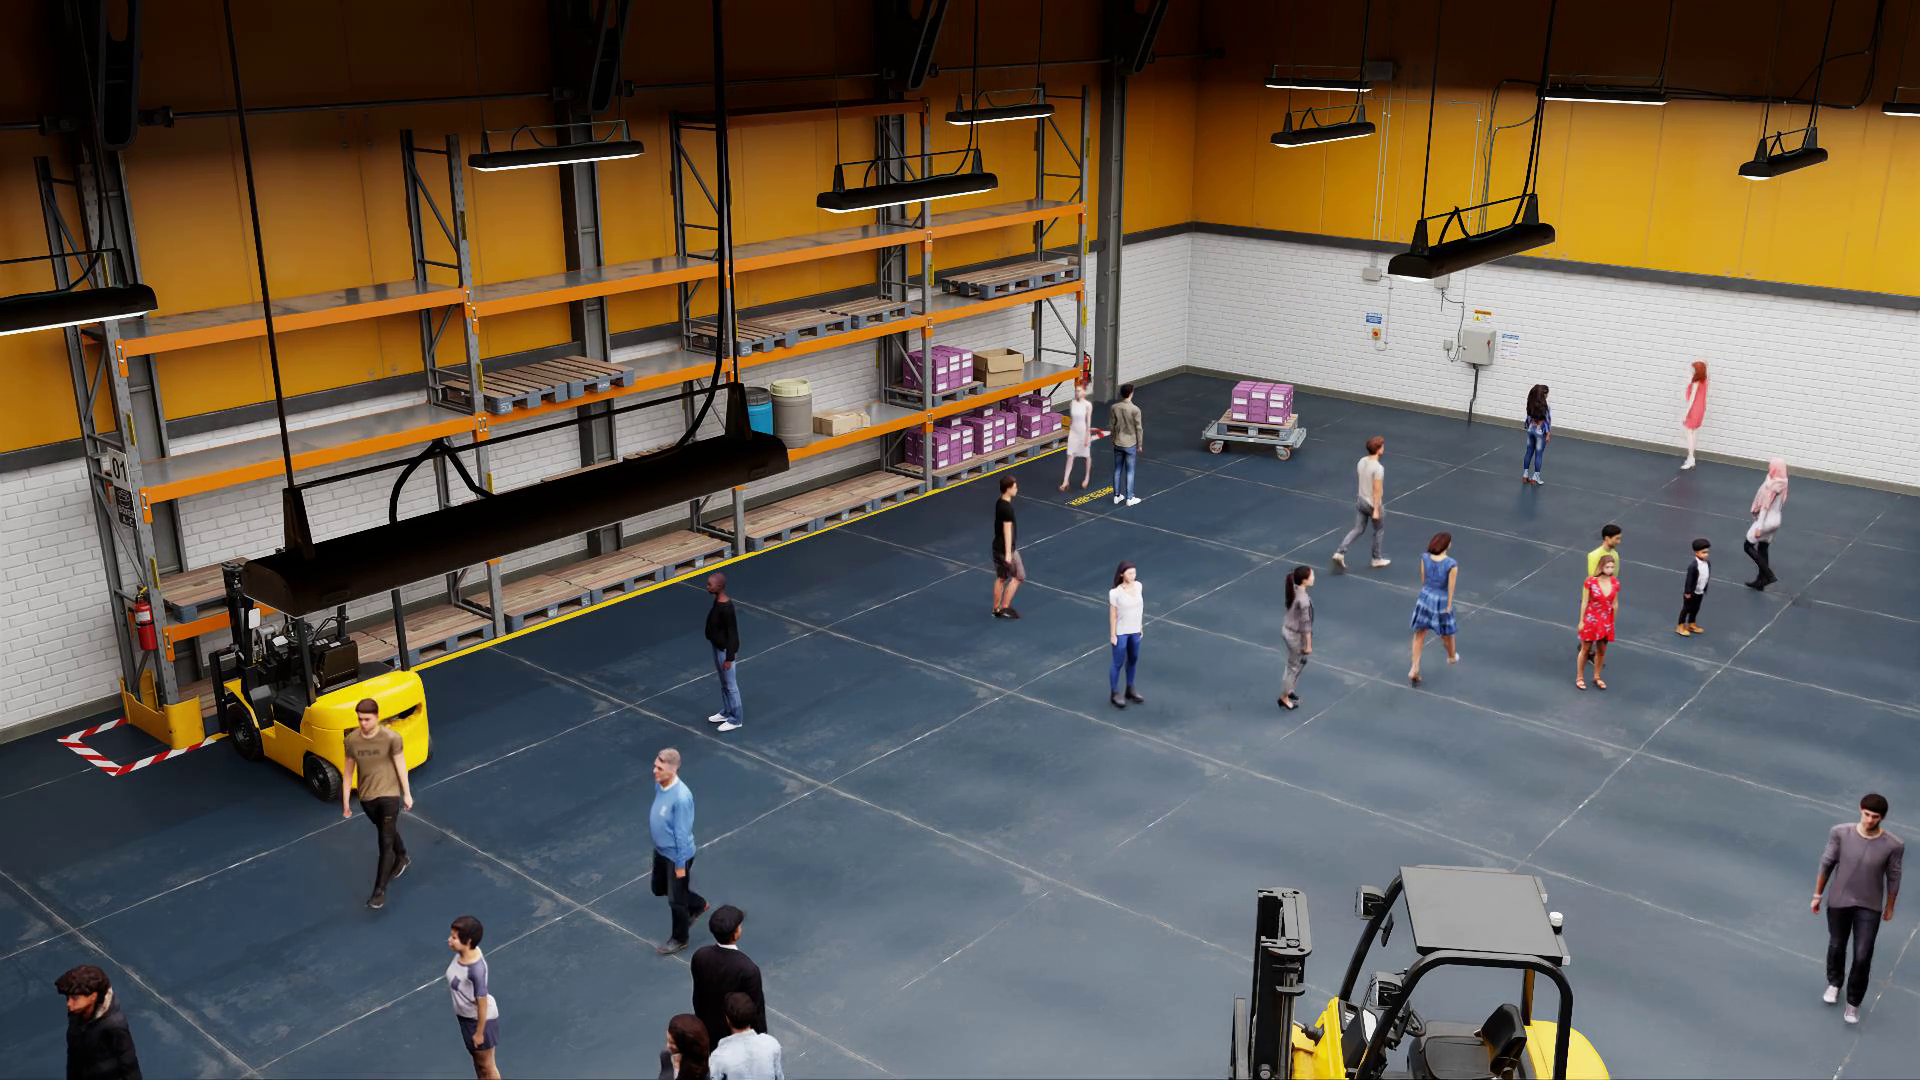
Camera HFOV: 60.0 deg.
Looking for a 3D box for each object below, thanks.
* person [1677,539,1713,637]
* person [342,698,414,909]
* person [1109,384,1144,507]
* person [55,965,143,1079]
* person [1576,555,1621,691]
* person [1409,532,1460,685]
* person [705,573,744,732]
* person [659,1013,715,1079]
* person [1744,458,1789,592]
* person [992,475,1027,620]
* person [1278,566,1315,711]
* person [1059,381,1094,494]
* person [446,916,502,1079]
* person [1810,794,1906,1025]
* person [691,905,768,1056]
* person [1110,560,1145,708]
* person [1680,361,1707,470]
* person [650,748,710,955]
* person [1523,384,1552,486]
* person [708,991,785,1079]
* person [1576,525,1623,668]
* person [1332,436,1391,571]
[{"bbox_3d":[8.975,0.564,20.297,0.512,1.222,0.625,-9,21,-25],"label":"person"},{"bbox_3d":[-5.023,2.210,14.499,1.154,1.801,1.316,1,19,4],"label":"person"},{"bbox_3d":[2.509,-1.455,25.276,0.723,1.869,0.616,12,22,32],"label":"person"},{"bbox_3d":[-5.447,3.488,10.771,0.719,1.760,0.699,7,20,21],"label":"person"},{"bbox_3d":[7.171,0.910,18.695,0.667,1.589,0.716,0,19,1],"label":"person"},{"bbox_3d":[5.301,0.804,18.749,0.621,1.754,1.113,15,24,38],"label":"person"},{"bbox_3d":[-2.501,1.168,17.679,0.675,1.748,0.674,-9,21,-25],"label":"person"},{"bbox_3d":[-1.663,3.664,10.231,0.633,1.771,0.548,12,22,32],"label":"person"},{"bbox_3d":[10.544,-0.167,21.570,0.726,1.795,0.788,-13,22,-33],"label":"person"},{"bbox_3d":[0.478,0.102,20.685,0.839,1.850,0.802,-4,19,-11],"label":"person"},{"bbox_3d":[3.565,1.076,18.086,0.796,1.661,0.753,-4,19,-10],"label":"person"},{"bbox_3d":[1.934,-1.600,25.889,0.642,1.754,1.056,13,22,33],"label":"person"},{"bbox_3d":[-3.383,3.309,11.606,0.612,1.566,0.620,-11,22,-31],"label":"person"},{"bbox_3d":[6.930,2.754,12.835,0.689,1.833,0.740,15,24,37],"label":"person"},{"bbox_3d":[-1.539,3.297,11.142,0.747,1.884,0.649,9,20,24],"label":"person"},{"bbox_3d":[1.803,1.017,18.236,0.540,1.678,0.705,-13,23,-35],"label":"person"},{"bbox_3d":[12.027,-2.072,27.217,0.489,1.801,0.777,-11,22,-30],"label":"person"},{"bbox_3d":[-2.274,2.511,13.600,0.829,1.806,0.728,-15,24,-37],"label":"person"},{"bbox_3d":[9.148,-1.685,26.353,0.654,1.618,0.680,-11,22,-30],"label":"person"},{"bbox_3d":[-1.288,3.655,10.235,1.004,1.786,0.961,-11,21,-29],"label":"person"},{"bbox_3d":[7.433,0.625,19.366,0.687,1.700,0.763,-15,24,-38],"label":"person"},{"bbox_3d":[5.421,-0.465,22.339,1.255,1.868,0.986,-9,21,-24],"label":"person"}]
